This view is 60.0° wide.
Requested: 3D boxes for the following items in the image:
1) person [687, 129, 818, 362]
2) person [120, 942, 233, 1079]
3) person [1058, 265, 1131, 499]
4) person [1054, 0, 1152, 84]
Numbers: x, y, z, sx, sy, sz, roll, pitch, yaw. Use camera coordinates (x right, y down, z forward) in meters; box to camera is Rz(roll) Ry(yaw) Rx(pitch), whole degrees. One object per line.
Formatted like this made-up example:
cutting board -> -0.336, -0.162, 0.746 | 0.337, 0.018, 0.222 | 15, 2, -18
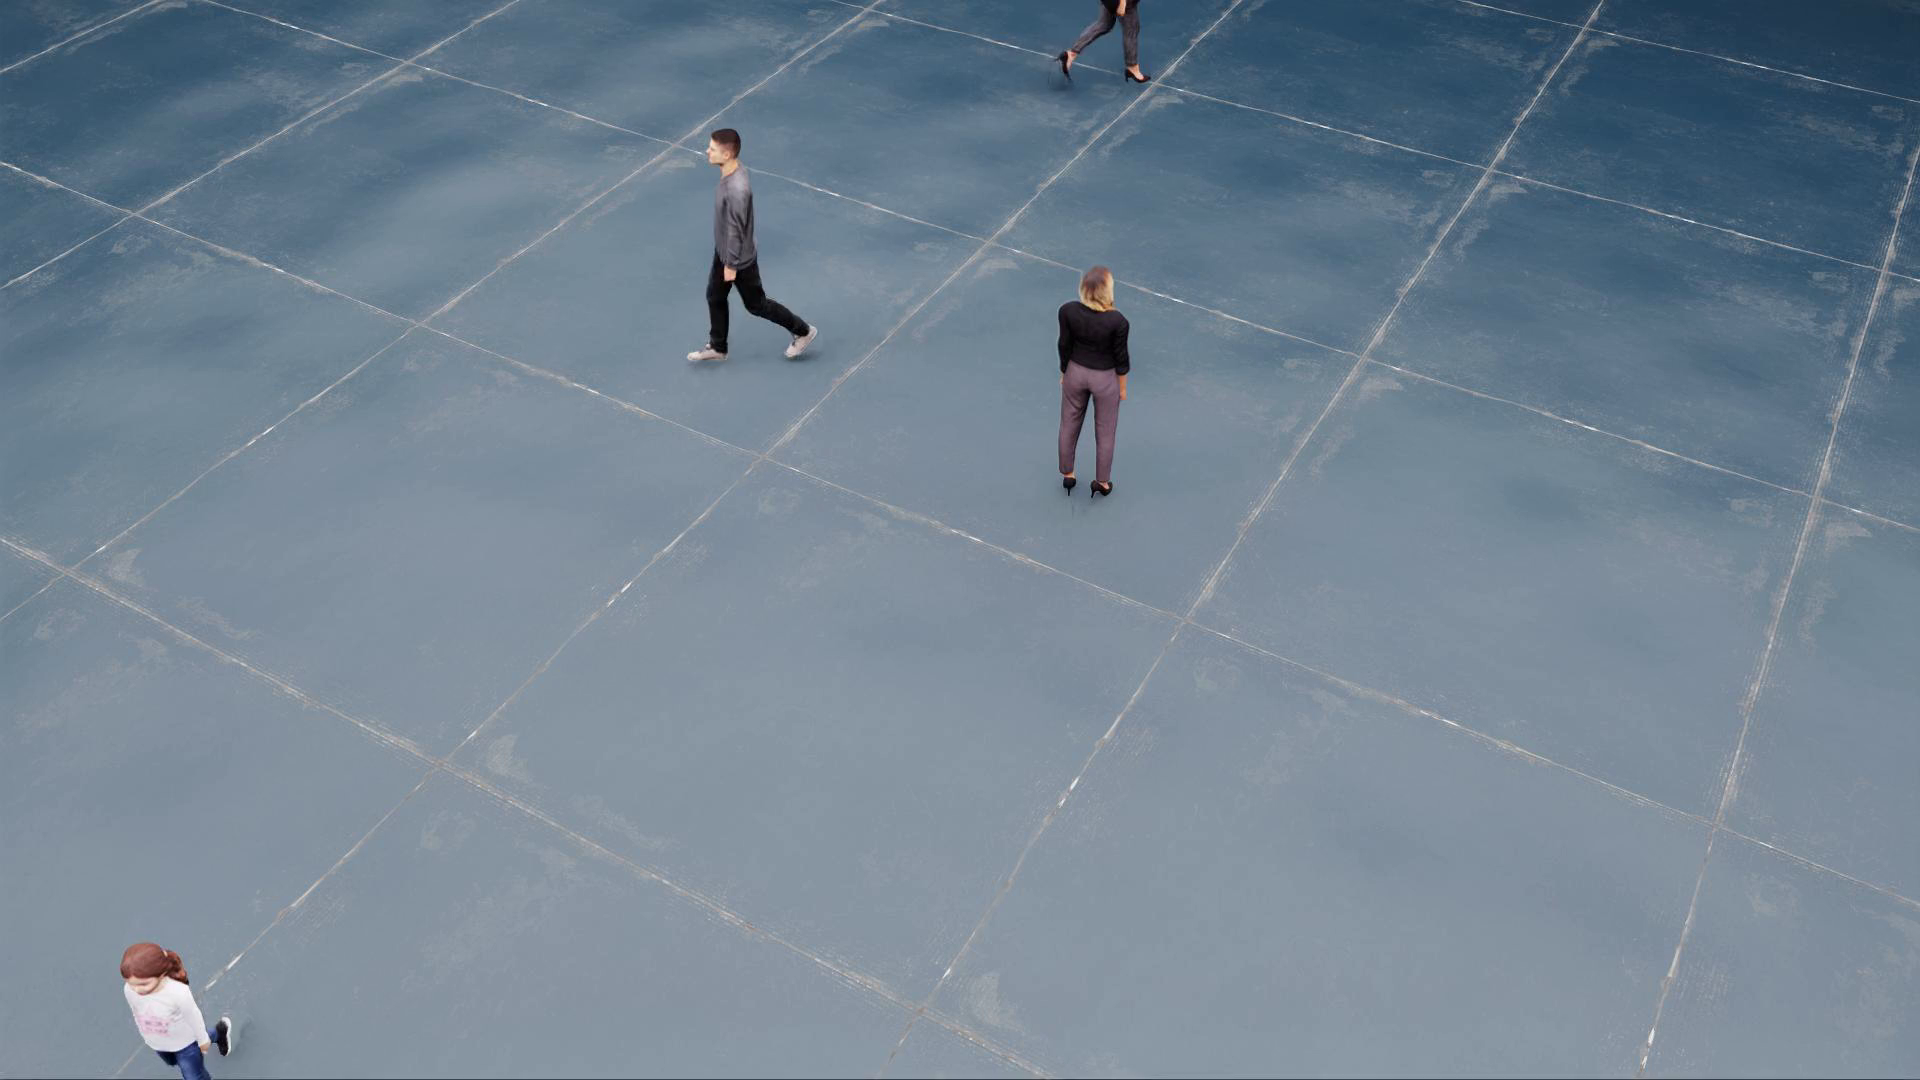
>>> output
person -> -1.391, -1.898, 11.028 | 1.172, 1.731, 1.083 | -13, 44, -13
person -> -3.355, 2.063, 7.134 | 0.569, 1.103, 0.759 | 8, 43, 8
person -> 0.788, -0.930, 10.007 | 0.626, 1.672, 0.573 | 14, 44, 15
person -> 1.248, -4.605, 14.046 | 1.132, 1.682, 1.120 | -7, 43, -7
